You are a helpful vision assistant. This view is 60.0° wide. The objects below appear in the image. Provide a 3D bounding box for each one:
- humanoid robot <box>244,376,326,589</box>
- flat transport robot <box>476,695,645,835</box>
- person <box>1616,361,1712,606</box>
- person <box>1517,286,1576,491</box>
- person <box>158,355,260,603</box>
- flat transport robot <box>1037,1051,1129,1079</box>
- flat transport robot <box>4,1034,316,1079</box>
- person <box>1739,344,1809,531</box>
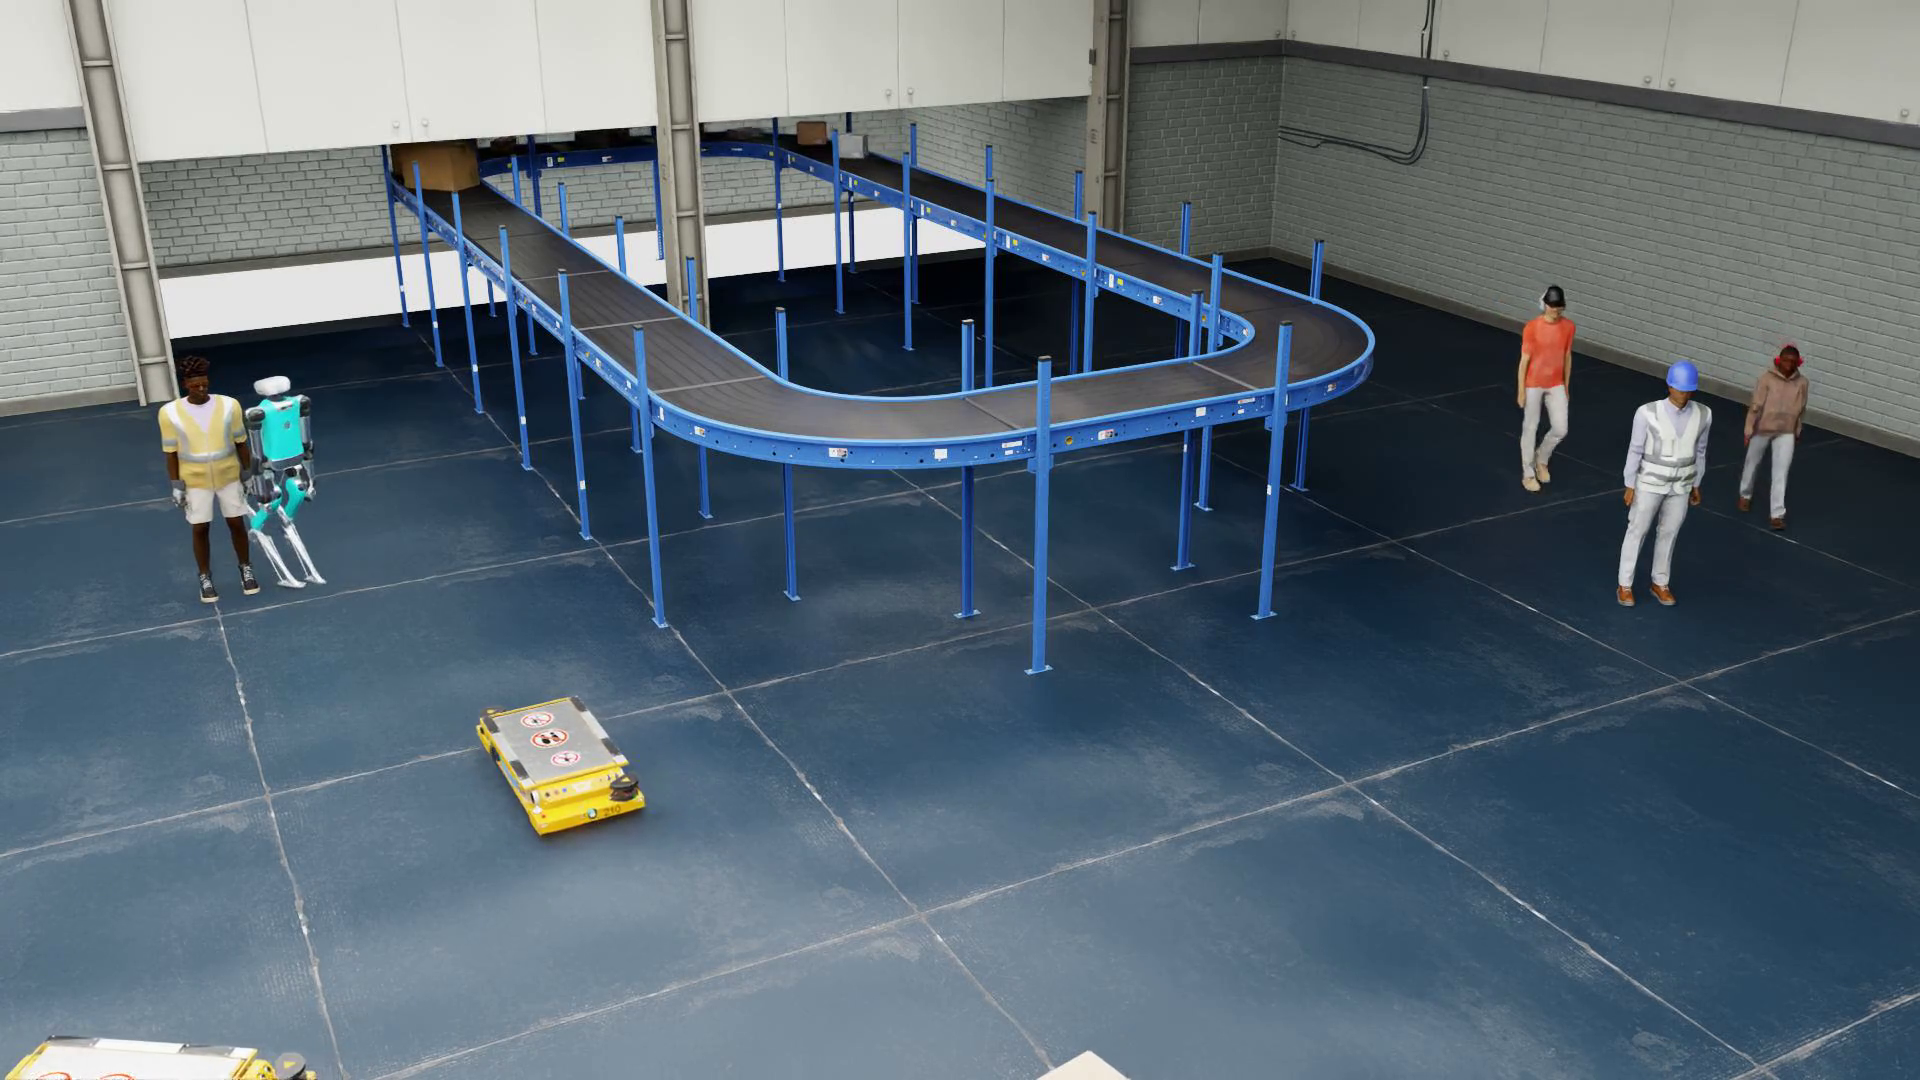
[{"bbox_3d":[-5.361,-0.449,12.984,0.672,1.764,0.540,14,26,32],"label":"humanoid robot"},{"bbox_3d":[-2.541,1.376,10.474,0.659,0.231,1.431,-12,25,-27],"label":"flat transport robot"},{"bbox_3d":[5.373,-0.427,12.695,0.616,1.945,0.391,-1,22,-2],"label":"person"},{"bbox_3d":[5.300,-1.368,15.082,0.517,1.901,0.425,-1,22,-3],"label":"person"},{"bbox_3d":[-5.768,-0.481,12.821,0.605,1.958,0.367,-12,25,-28],"label":"person"},{"bbox_3d":[0.571,3.011,6.433,1.431,0.231,0.659,-17,27,-36],"label":"flat transport robot"},{"bbox_3d":[-3.748,2.571,7.519,1.431,0.231,0.659,2,22,5],"label":"flat transport robot"},{"bbox_3d":[7.010,-0.910,14.342,0.486,1.600,0.890,5,23,13],"label":"person"}]
